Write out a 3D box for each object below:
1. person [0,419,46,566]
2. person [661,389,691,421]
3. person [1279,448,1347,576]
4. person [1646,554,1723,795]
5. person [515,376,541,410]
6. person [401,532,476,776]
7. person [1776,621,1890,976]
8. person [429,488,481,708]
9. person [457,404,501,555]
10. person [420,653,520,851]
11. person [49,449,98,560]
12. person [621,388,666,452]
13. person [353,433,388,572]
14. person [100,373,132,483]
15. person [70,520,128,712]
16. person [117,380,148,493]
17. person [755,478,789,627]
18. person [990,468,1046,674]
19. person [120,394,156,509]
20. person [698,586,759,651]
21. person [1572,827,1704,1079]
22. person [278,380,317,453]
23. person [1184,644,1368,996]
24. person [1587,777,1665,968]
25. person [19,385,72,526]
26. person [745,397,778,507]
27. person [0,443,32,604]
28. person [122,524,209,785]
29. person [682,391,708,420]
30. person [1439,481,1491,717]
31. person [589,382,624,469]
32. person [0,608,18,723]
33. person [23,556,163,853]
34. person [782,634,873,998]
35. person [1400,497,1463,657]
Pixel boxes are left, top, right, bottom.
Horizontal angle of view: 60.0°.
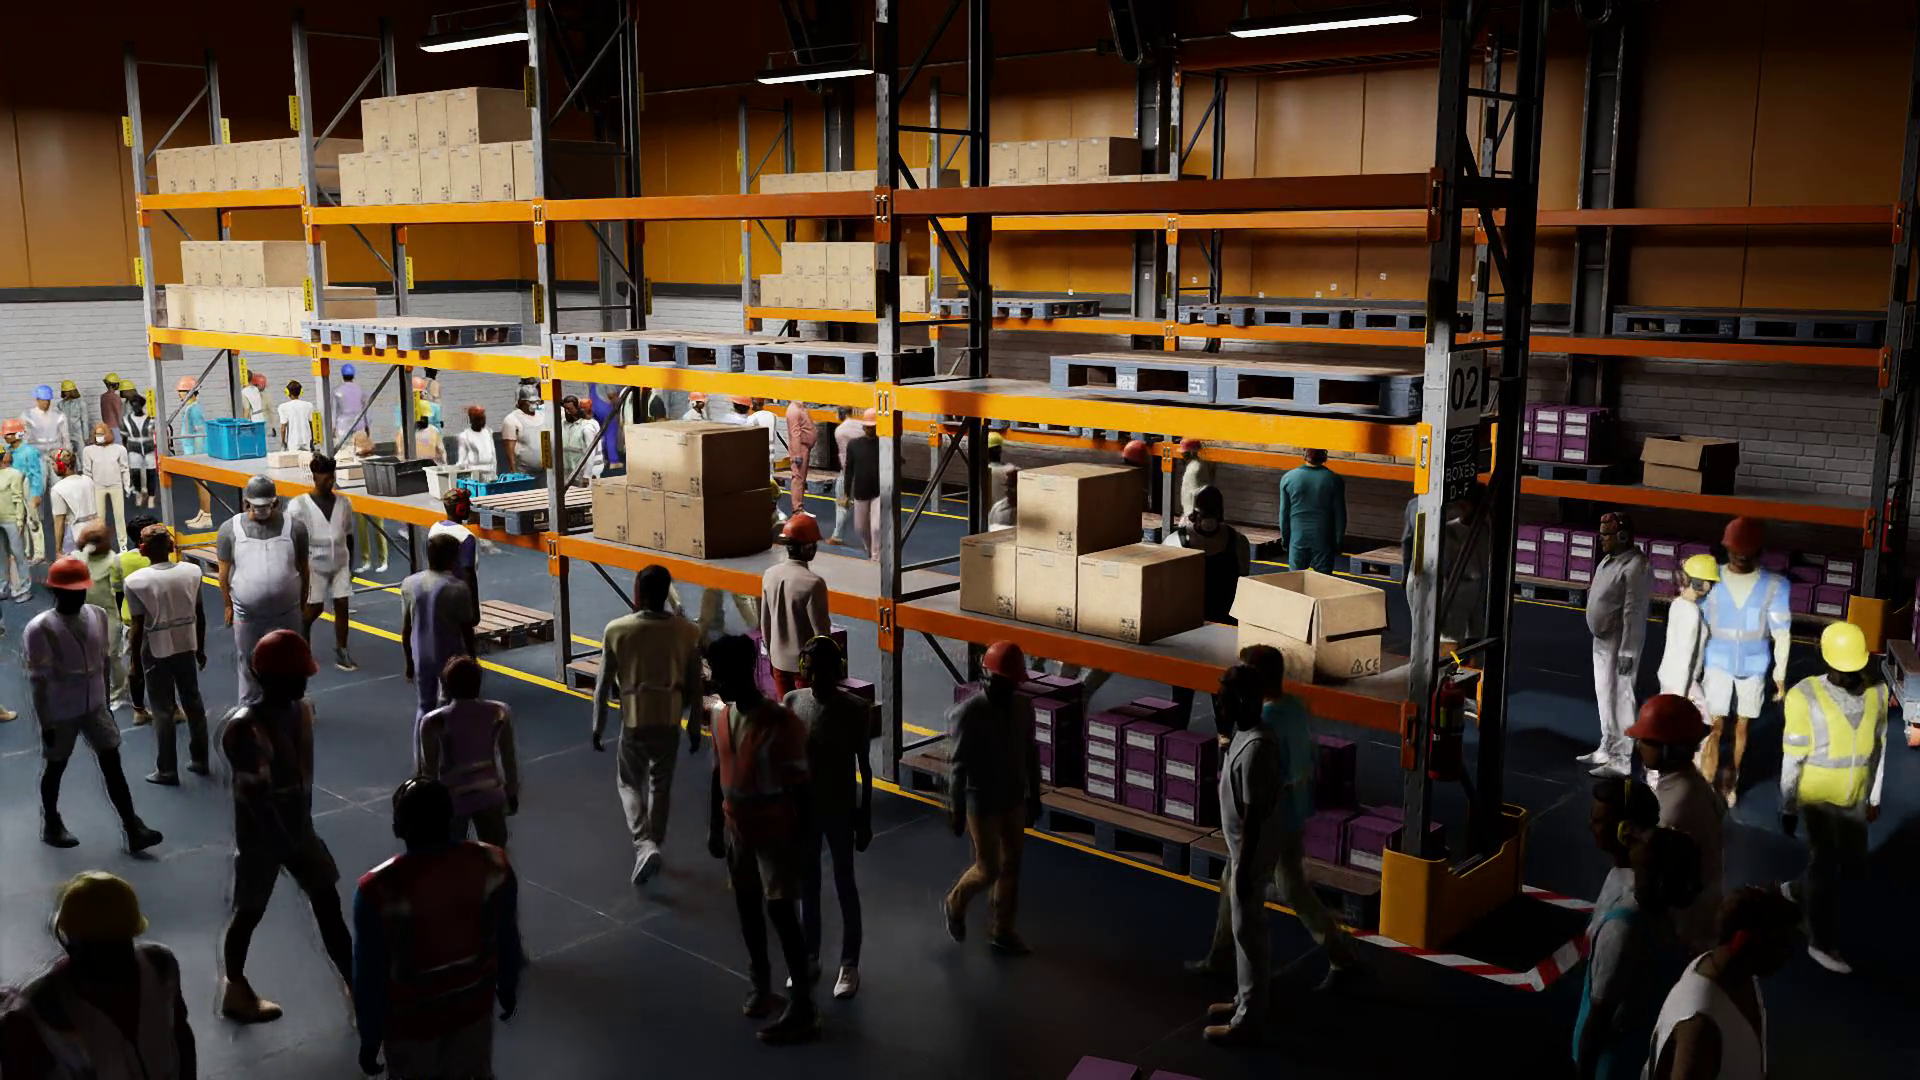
[{"bbox_3d":[-11.121,-0.561,19.675,0.567,1.750,0.341,4,11,23],"label":"person"},{"bbox_3d":[-4.880,-2.185,28.606,0.916,1.843,0.653,6,12,32],"label":"person"},{"bbox_3d":[3.457,-0.037,16.283,0.651,1.907,0.409,4,11,22],"label":"person"},{"bbox_3d":[4.906,0.955,11.118,0.580,1.741,0.544,2,10,13],"label":"person"},{"bbox_3d":[-7.287,-2.058,28.205,0.495,1.730,0.324,-1,10,-4],"label":"person"},{"bbox_3d":[-3.625,0.843,11.550,0.556,1.835,0.435,2,10,10],"label":"person"},{"bbox_3d":[4.539,1.314,8.730,0.612,1.883,0.571,-2,10,-12],"label":"person"},{"bbox_3d":[-4.098,0.495,13.490,0.560,1.837,0.387,9,13,40],"label":"person"},{"bbox_3d":[-5.931,-0.748,20.395,0.564,1.869,0.594,4,11,23],"label":"person"},{"bbox_3d":[-2.612,1.416,8.921,0.555,1.611,0.714,-6,12,-30],"label":"person"},{"bbox_3d":[-8.555,0.028,16.119,0.394,1.836,0.560,1,10,6],"label":"person"},{"bbox_3d":[-4.597,-1.509,24.222,0.698,2.000,0.878,4,11,20],"label":"person"},{"bbox_3d":[-6.869,-0.435,19.315,0.506,1.630,0.288,1,10,5],"label":"person"},{"bbox_3d":[-13.496,-1.788,26.577,0.523,1.768,0.325,7,12,33],"label":"person"},{"bbox_3d":[-6.919,0.604,13.486,0.547,1.602,0.539,3,10,14],"label":"person"},{"bbox_3d":[-12.729,-1.594,25.565,0.485,1.738,0.321,9,14,42],"label":"person"},{"bbox_3d":[-1.650,0.352,14.328,0.403,1.827,0.595,-5,11,-27],"label":"person"},{"bbox_3d":[0.496,0.319,14.315,0.635,1.900,0.399,7,12,33],"label":"person"},{"bbox_3d":[-11.742,-1.266,23.893,0.544,1.673,0.399,-4,11,-23],"label":"person"},{"bbox_3d":[-2.189,0.207,15.451,0.830,1.713,0.570,4,11,23],"label":"person"},{"bbox_3d":[2.438,1.869,5.809,0.940,1.800,0.526,6,12,30],"label":"person"},{"bbox_3d":[-9.510,-1.366,23.899,0.509,1.872,0.328,-8,13,-40],"label":"person"},{"bbox_3d":[1.636,1.421,8.390,0.879,1.799,0.570,7,12,34],"label":"person"},{"bbox_3d":[2.405,1.778,6.129,0.316,1.867,0.531,4,11,21],"label":"person"},{"bbox_3d":[-12.269,-1.125,22.353,0.625,1.931,0.454,-9,13,-41],"label":"person"},{"bbox_3d":[-2.655,-1.055,22.143,0.359,1.878,0.579,8,13,39],"label":"person"},{"bbox_3d":[-10.139,-0.195,17.595,0.522,1.762,0.337,1,10,5],"label":"person"},{"bbox_3d":[-5.559,0.807,11.692,0.375,1.840,0.574,6,12,32],"label":"person"},{"bbox_3d":[-3.735,-1.288,23.784,0.324,1.752,0.560,3,11,18],"label":"person"},{"bbox_3d":[4.043,0.468,13.290,0.658,1.956,0.384,-6,12,-31],"label":"person"},{"bbox_3d":[-5.981,-2.222,28.254,0.543,2.000,0.703,-8,13,-37],"label":"person"},{"bbox_3d":[-7.789,0.626,13.128,0.536,1.696,0.318,2,10,9],"label":"person"},{"bbox_3d":[-5.432,1.035,10.283,0.996,1.881,0.575,6,12,30],"label":"person"},{"bbox_3d":[-0.688,1.380,8.412,0.509,1.860,0.334,3,11,19],"label":"person"},{"bbox_3d":[4.042,0.308,14.240,0.354,1.936,0.635,-7,12,-36],"label":"person"}]
